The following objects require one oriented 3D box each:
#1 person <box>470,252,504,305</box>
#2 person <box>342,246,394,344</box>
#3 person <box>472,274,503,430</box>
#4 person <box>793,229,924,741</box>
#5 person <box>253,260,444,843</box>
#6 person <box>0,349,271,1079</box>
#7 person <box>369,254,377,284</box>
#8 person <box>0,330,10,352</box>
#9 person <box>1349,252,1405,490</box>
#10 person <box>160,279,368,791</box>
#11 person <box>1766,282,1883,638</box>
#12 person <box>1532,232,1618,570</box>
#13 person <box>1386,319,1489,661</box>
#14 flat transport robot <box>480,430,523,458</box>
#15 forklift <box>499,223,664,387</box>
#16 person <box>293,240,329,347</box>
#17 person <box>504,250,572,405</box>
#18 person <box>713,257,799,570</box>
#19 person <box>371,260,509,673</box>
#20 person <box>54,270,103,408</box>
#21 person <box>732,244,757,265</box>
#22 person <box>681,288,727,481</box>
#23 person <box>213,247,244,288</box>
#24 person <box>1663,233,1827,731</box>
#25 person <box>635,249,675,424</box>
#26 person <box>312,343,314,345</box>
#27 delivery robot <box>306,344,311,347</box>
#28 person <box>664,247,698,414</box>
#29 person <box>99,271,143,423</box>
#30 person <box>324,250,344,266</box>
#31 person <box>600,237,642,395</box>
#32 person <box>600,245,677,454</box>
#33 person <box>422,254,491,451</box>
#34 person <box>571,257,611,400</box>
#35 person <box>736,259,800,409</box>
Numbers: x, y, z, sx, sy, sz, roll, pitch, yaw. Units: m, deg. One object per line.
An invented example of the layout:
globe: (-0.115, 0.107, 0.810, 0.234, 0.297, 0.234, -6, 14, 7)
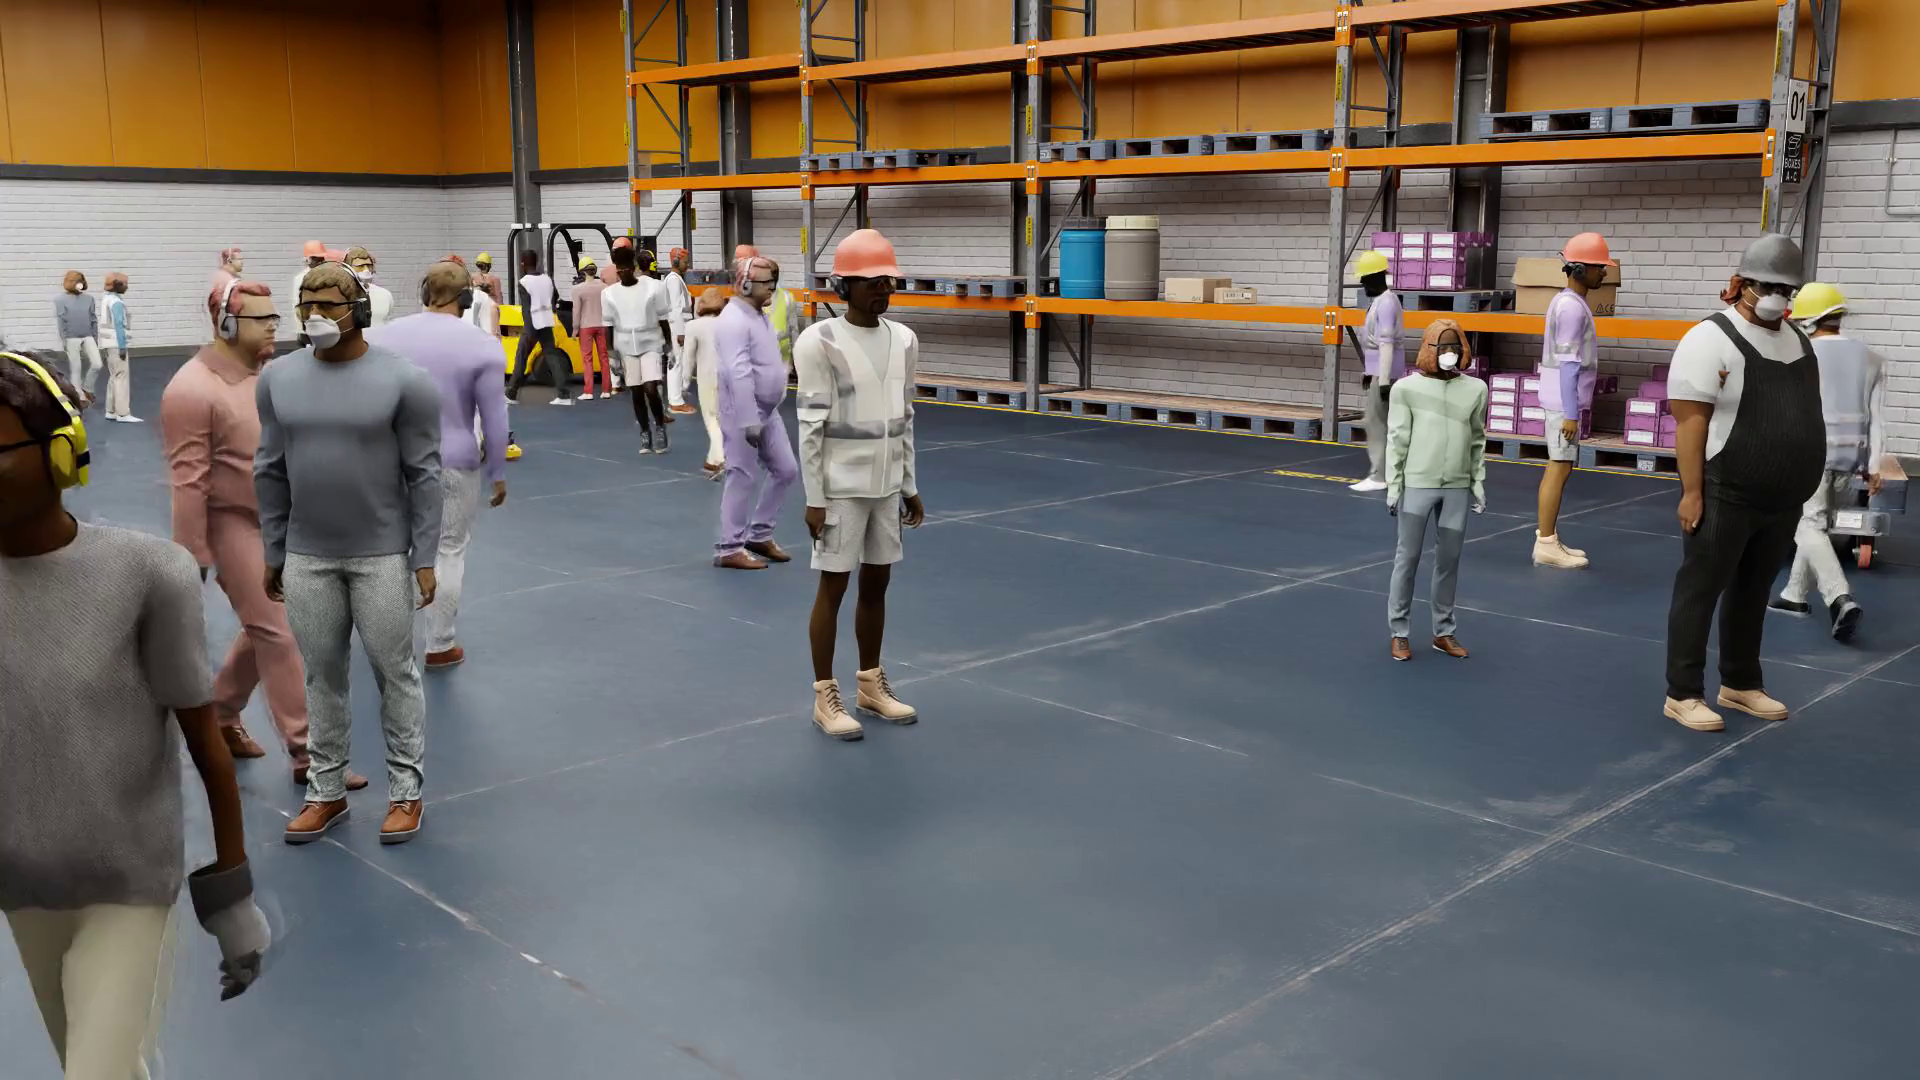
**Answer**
person: (-6.892, -3.294, 24.250, 0.526, 1.771, 0.310, 2, 11, 10)
person: (-4.555, -1.263, 12.709, 0.358, 1.938, 0.636, 7, 12, 33)
person: (-4.748, -1.845, 16.703, 0.308, 1.640, 0.510, -7, 13, -35)
person: (-0.382, -0.224, 6.758, 0.609, 2.044, 0.394, -10, 14, -43)
person: (-2.027, 0.051, 5.540, 0.627, 1.941, 0.370, 0, 10, 3)
person: (-1.491, 0.625, 2.670, 0.570, 1.837, 0.819, 2, 11, 8)
person: (-5.244, -1.544, 14.412, 0.698, 1.876, 0.479, -10, 14, -43)
person: (-11.040, -2.250, 18.783, 0.926, 1.674, 0.521, -3, 11, -15)
person: (3.414, -1.353, 13.358, 0.572, 1.889, 0.802, 2, 11, 12)
person: (-2.611, -0.029, 6.170, 0.884, 1.875, 0.661, 3, 11, 14)
person: (4.448, -0.416, 8.515, 0.622, 1.795, 0.866, -2, 11, -11)
person: (3.728, -0.836, 10.121, 0.400, 2.039, 0.605, 3, 11, 17)
person: (2.273, -0.237, 7.945, 0.507, 1.632, 0.270, -2, 11, -9)
flat transport robot: (-4.718, -0.843, 14.969, 1.431, 0.197, 0.652, -4, 11, -22)
forklift: (-5.316, -3.263, 22.920, 2.313, 2.155, 1.214, -10, 14, -44)
person: (-7.377, -2.430, 18.991, 0.764, 1.969, 0.619, 3, 11, 17)
person: (-5.103, -2.537, 19.923, 1.004, 1.855, 0.576, 6, 12, 28)
person: (-1.234, -0.750, 10.065, 0.533, 1.890, 0.654, 3, 11, 15)
person: (-2.398, -0.324, 7.675, 0.670, 1.906, 0.466, 1, 10, 7)
person: (-10.300, -2.344, 19.469, 0.338, 1.622, 0.508, 7, 12, 33)
person: (-2.519, -2.586, 20.004, 0.639, 1.903, 0.573, 5, 11, 24)
person: (-2.017, -1.309, 13.936, 0.527, 1.582, 0.817, -7, 12, -32)
person: (-8.595, -2.559, 19.962, 0.894, 1.867, 0.659, -3, 11, -17)
person: (3.257, -0.235, 6.827, 0.688, 2.000, 0.536, -5, 11, -24)
person: (-3.362, -2.187, 17.936, 0.514, 1.871, 0.327, 4, 11, 21)
person: (-4.541, -0.981, 12.120, 0.857, 1.587, 0.500, 3, 11, 14)
delivery robot: (-9.520, -2.849, 24.877, 0.477, 0.478, 0.707, 0, 10, 0)
person: (-3.214, -2.387, 18.985, 0.353, 1.886, 0.573, -3, 11, -14)
person: (-9.123, -2.082, 18.008, 0.353, 1.633, 0.543, -8, 13, -38)
person: (-7.366, -2.557, 20.002, 0.582, 1.855, 1.045, 7, 13, 35)
person: (-4.266, -2.841, 21.161, 0.612, 1.995, 0.376, 3, 11, 16)
person: (-2.970, -1.740, 15.347, 0.662, 1.925, 0.555, 1, 10, 4)
person: (-4.409, -1.558, 14.552, 0.567, 1.857, 0.706, -6, 12, -28)
person: (-4.540, -2.596, 20.475, 0.522, 1.761, 0.321, -9, 14, -40)
person: (-1.838, -1.751, 15.740, 0.631, 1.811, 0.800, -6, 12, -28)
